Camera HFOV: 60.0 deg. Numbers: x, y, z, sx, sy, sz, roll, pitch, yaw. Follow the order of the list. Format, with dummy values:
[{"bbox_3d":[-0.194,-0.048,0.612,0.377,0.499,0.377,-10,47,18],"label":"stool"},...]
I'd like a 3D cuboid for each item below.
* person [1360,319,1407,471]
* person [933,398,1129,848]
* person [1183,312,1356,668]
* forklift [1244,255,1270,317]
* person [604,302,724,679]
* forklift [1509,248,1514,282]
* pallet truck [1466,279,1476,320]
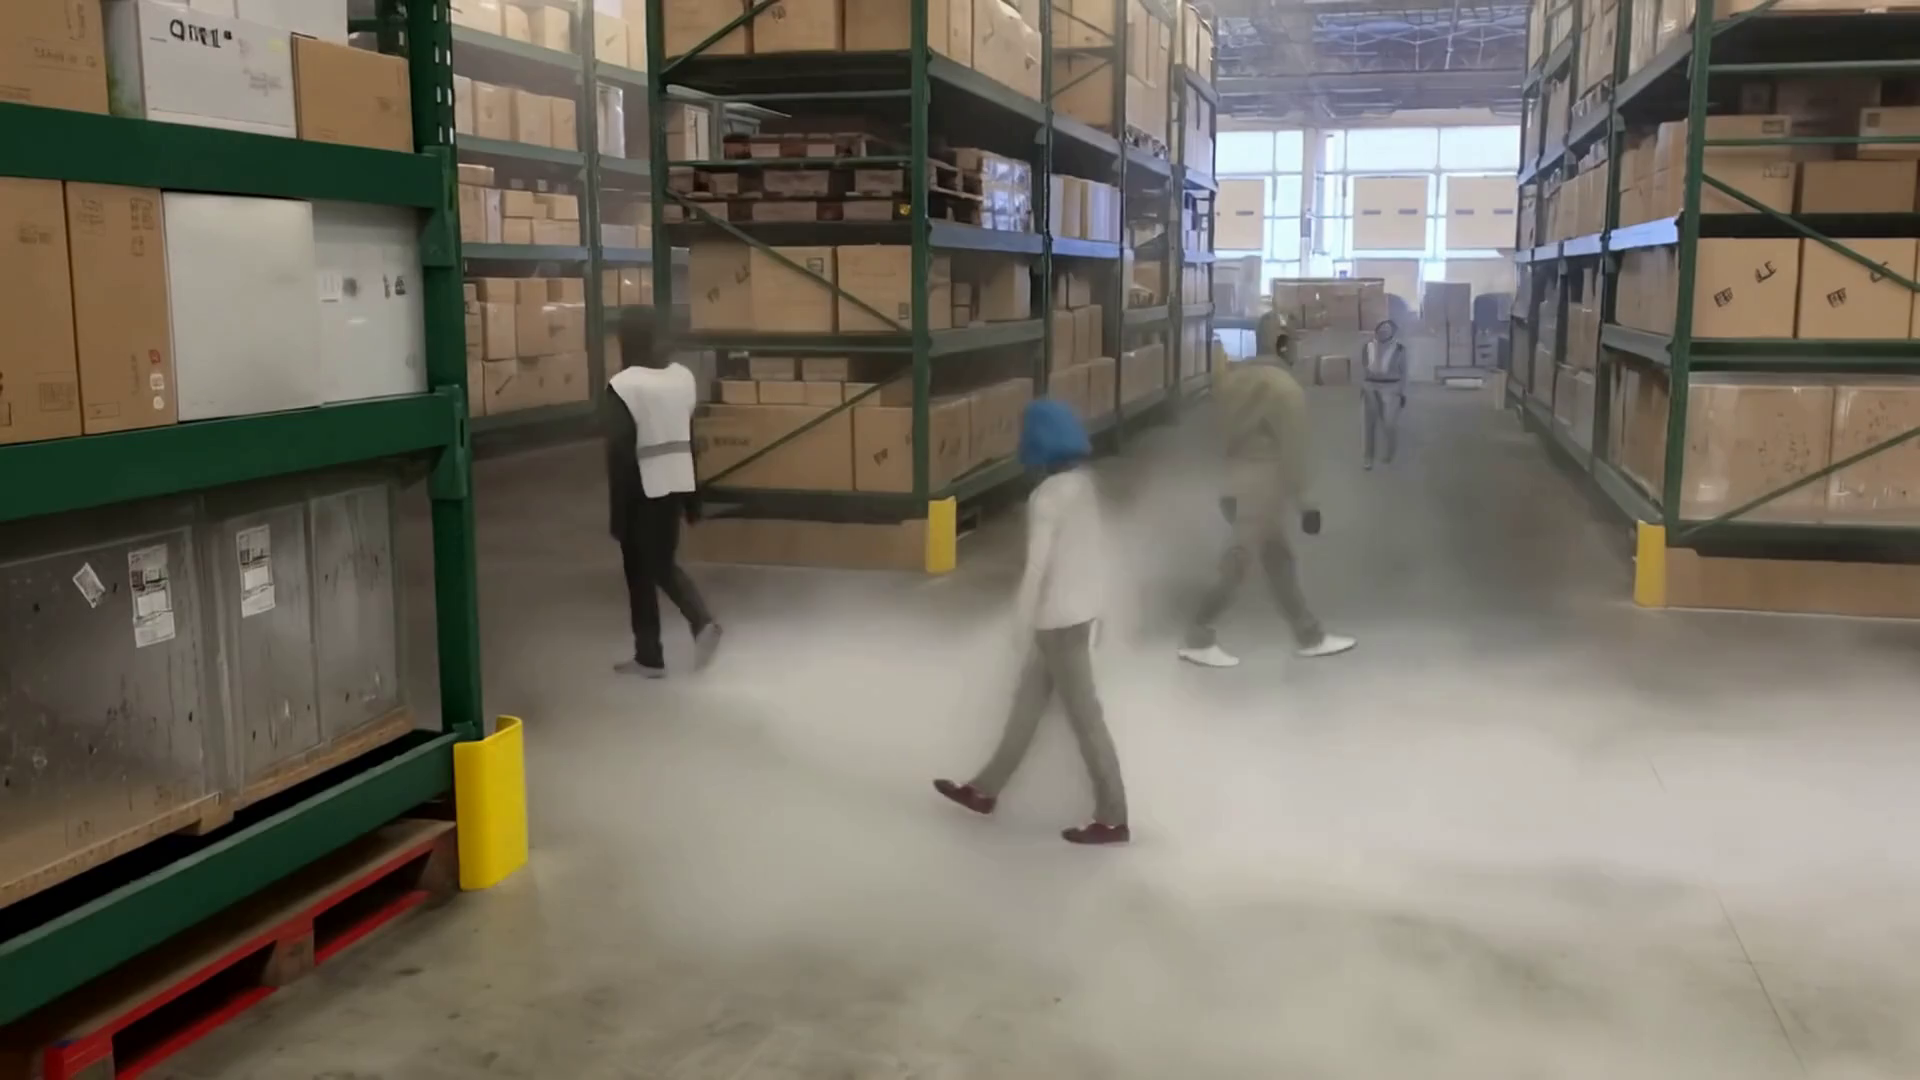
[{"bbox_3d":[4.529,-1.554,17.713,0.523,1.597,0.783,6,11,32],"label":"person"},{"bbox_3d":[0.251,0.295,5.936,0.818,1.589,0.526,3,9,18],"label":"person"},{"bbox_3d":[1.618,-0.251,8.636,1.021,1.853,0.655,-2,9,-12],"label":"person"},{"bbox_3d":[10.125,-8.475,57.614,1.873,2.768,1.129,4,10,21],"label":"forklift"},{"bbox_3d":[-1.504,-0.226,8.275,0.531,1.903,0.603,5,10,31],"label":"person"},{"bbox_3d":[15.279,-6.473,44.896,1.129,2.768,1.873,6,10,31],"label":"forklift"},{"bbox_3d":[18.896,-8.459,60.307,1.885,1.965,0.823,5,10,31],"label":"pallet truck"}]
